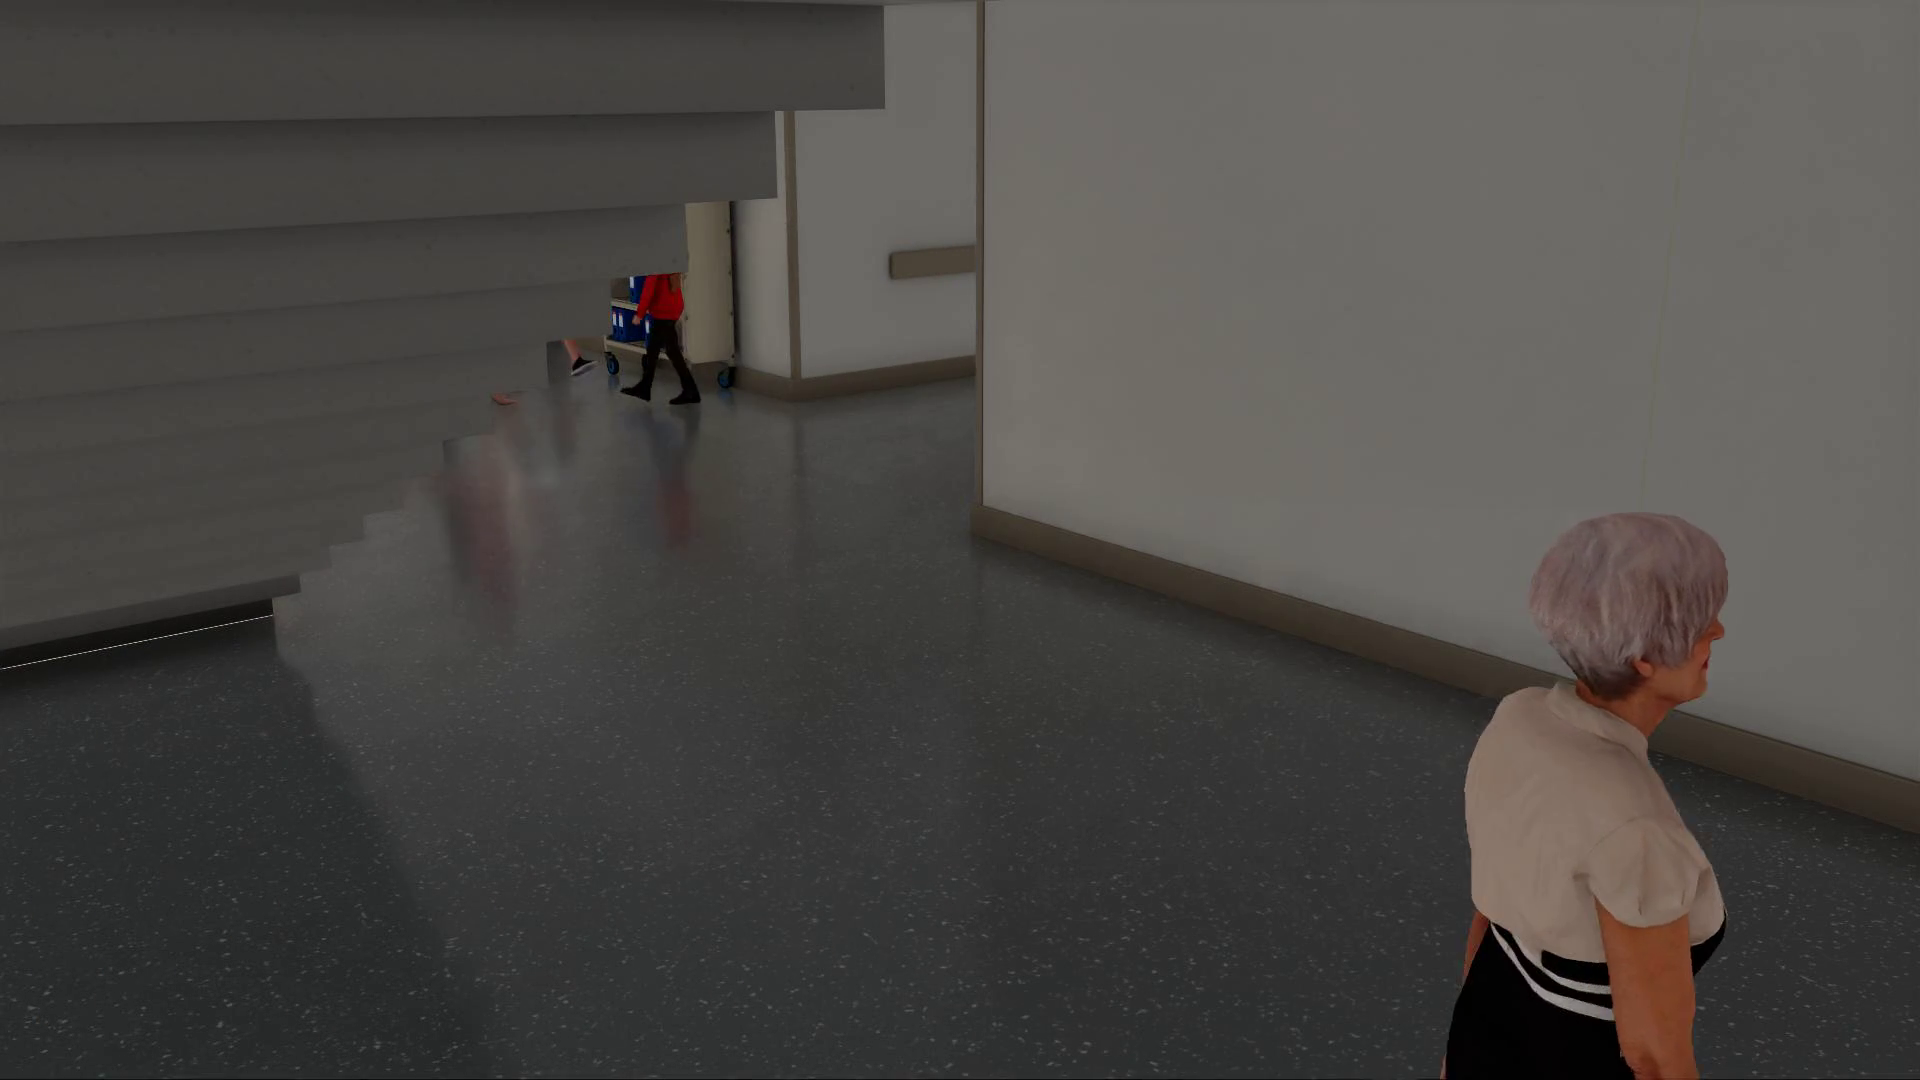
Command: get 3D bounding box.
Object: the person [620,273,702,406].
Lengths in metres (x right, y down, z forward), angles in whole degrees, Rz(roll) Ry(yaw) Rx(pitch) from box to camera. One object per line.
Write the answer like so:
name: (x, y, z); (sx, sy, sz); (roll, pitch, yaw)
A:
person: (-2.009, -1.543, 11.522); (0.892, 1.260, 0.810); (3, 16, 9)

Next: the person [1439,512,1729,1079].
person: (0.708, 0.820, 2.290); (1.070, 1.722, 1.026); (1, 16, 2)
